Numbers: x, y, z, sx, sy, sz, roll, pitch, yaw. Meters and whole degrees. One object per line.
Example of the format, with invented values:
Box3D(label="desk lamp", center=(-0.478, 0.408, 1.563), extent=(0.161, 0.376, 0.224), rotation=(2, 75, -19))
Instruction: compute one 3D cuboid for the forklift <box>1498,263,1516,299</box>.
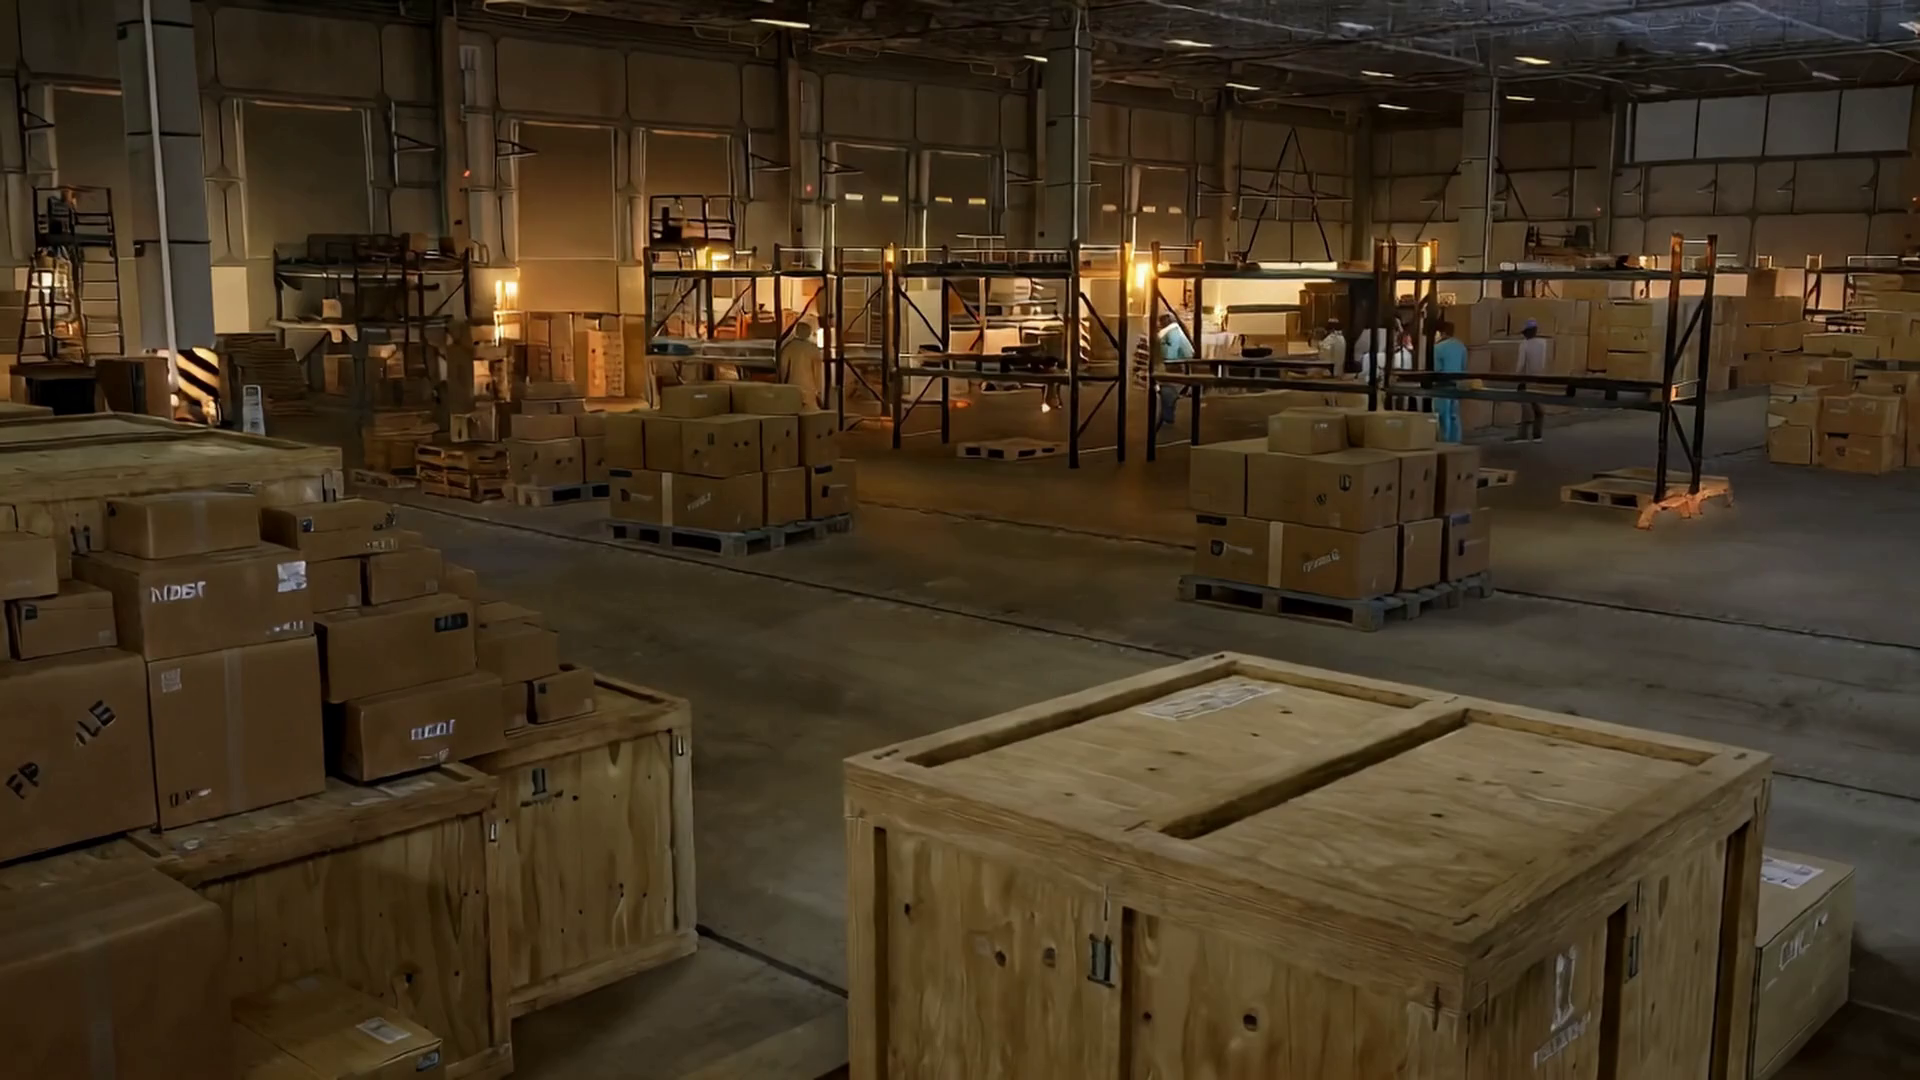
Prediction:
Box3D(label="forklift", center=(15.200, -6.325, 46.322), extent=(1.873, 2.768, 1.129), rotation=(2, 10, 15))

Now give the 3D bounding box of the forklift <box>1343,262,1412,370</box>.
Box3D(label="forklift", center=(10.647, -5.760, 42.863), extent=(1.129, 2.768, 1.873), rotation=(-6, 11, -33))

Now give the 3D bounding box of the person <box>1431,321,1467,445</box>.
Box3D(label="person", center=(6.773, -2.086, 23.215), extent=(0.630, 1.938, 0.369), rotation=(-5, 10, -27))

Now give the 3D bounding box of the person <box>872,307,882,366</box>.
Box3D(label="person", center=(-2.179, -5.392, 44.432), extent=(0.314, 1.632, 0.525), rotation=(-1, 9, -7))

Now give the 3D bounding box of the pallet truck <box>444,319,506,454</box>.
Box3D(label="pallet truck", center=(-6.981, -1.942, 22.150), extent=(1.885, 1.965, 0.823), rotation=(1, 9, 9))

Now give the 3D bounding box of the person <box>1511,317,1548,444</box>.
Box3D(label="person", center=(8.661, -2.424, 25.323), extent=(0.589, 1.927, 0.388), rotation=(-5, 10, -26))

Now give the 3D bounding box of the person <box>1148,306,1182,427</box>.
Box3D(label="person", center=(3.455, -2.939, 28.131), extent=(0.538, 2.000, 0.684), rotation=(-2, 10, -13))

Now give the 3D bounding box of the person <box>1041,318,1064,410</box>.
Box3D(label="person", center=(1.758, -3.325, 31.425), extent=(0.484, 1.739, 0.320), rotation=(-5, 10, -27))

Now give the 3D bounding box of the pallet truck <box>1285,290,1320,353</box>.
Box3D(label="pallet truck", center=(11.297, -6.951, 52.861), extent=(1.885, 1.965, 0.823), rotation=(-5, 11, -29))

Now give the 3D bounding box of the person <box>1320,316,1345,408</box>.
Box3D(label="person", center=(5.658, -2.442, 25.415), extent=(0.371, 1.935, 0.627), rotation=(6, 11, 32))

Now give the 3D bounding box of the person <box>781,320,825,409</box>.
Box3D(label="person", center=(-2.186, -2.098, 23.288), extent=(0.634, 1.937, 0.355), rotation=(3, 10, 17))

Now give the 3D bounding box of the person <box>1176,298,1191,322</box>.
Box3D(label="person", center=(5.505, -5.065, 41.521), extent=(0.501, 1.925, 0.571), rotation=(3, 10, 15))
